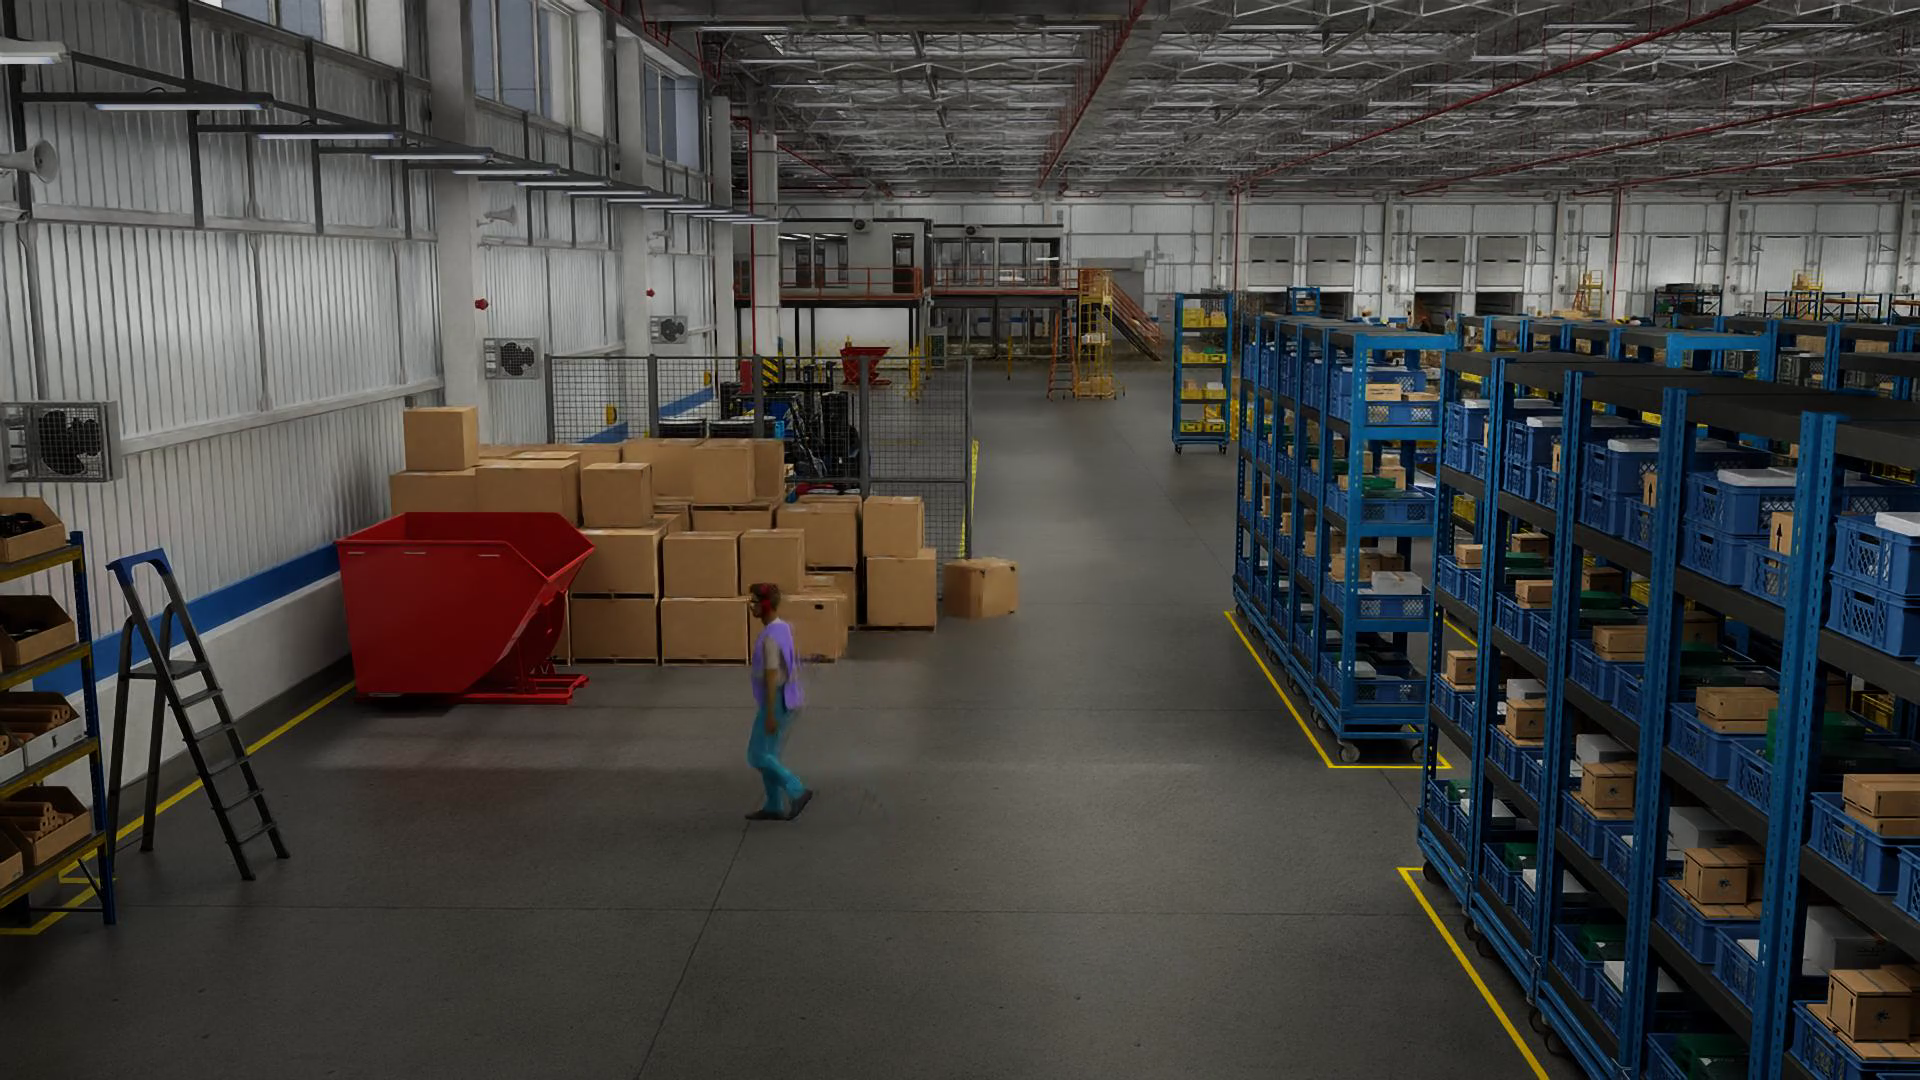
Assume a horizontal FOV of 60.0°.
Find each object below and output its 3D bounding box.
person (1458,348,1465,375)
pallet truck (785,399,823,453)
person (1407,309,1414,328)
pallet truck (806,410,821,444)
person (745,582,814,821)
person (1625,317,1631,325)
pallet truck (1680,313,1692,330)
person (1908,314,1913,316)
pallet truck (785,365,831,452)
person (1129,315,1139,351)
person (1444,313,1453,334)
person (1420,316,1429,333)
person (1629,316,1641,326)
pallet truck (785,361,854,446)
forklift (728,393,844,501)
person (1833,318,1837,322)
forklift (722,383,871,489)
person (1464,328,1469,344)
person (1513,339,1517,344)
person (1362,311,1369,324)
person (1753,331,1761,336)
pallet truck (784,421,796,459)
[{"bbox_3d":[15.234,-4.984,50.776,0.398,1.751,0.545,2,9,13],"label":"person"},{"bbox_3d":[-3.814,-2.432,36.419,1.630,1.274,0.653,0,9,1],"label":"pallet truck"},{"bbox_3d":[25.621,-12.199,94.783,0.398,1.918,0.587,8,12,42],"label":"person"},{"bbox_3d":[-3.559,-2.018,33.905,1.522,1.261,0.704,0,9,-1],"label":"pallet truck"},{"bbox_3d":[-1.395,1.215,12.309,0.444,1.824,0.588,-1,9,-5],"label":"person"},{"bbox_3d":[31.277,-9.479,78.011,0.598,1.914,0.405,8,12,39],"label":"person"},{"bbox_3d":[36.315,-10.531,84.244,0.823,1.965,1.885,-6,11,-33],"label":"pallet truck"},{"bbox_3d":[48.323,-10.551,84.562,0.627,1.934,0.372,-6,11,-31],"label":"person"},{"bbox_3d":[-3.774,-2.976,37.635,1.885,1.965,0.823,1,9,5],"label":"pallet truck"},{"bbox_3d":[8.873,-10.562,84.916,0.631,1.840,0.428,5,11,30],"label":"person"},{"bbox_3d":[25.185,-10.766,85.893,0.418,1.940,0.600,-3,10,-15],"label":"person"},{"bbox_3d":[21.342,-9.296,76.628,0.395,1.993,0.614,-3,10,-19],"label":"person"},{"bbox_3d":[34.520,-10.564,85.053,0.687,1.796,0.615,5,11,29],"label":"person"},{"bbox_3d":[-3.410,-3.193,38.978,1.885,1.965,0.823,0,9,-1],"label":"pallet truck"},{"bbox_3d":[-2.979,-1.316,26.476,2.680,1.987,1.157,0,9,1],"label":"forklift"},{"bbox_3d":[43.193,-10.091,82.165,0.993,1.784,0.533,6,11,32],"label":"person"},{"bbox_3d":[-2.893,-1.687,28.729,2.680,1.987,1.157,0,9,-1],"label":"forklift"},{"bbox_3d":[20.062,-7.456,65.743,0.892,1.835,0.563,7,12,38],"label":"person"},{"bbox_3d":[20.313,-6.644,60.248,0.636,2.005,0.824,0,9,0],"label":"person"},{"bbox_3d":[22.464,-11.728,91.937,0.554,1.907,0.873,-8,12,-42],"label":"person"},{"bbox_3d":[38.153,-9.637,79.646,0.533,1.697,0.322,-6,11,-34],"label":"person"},{"bbox_3d":[-4.013,-1.793,32.705,1.601,1.201,0.680,0,9,1],"label":"pallet truck"}]
